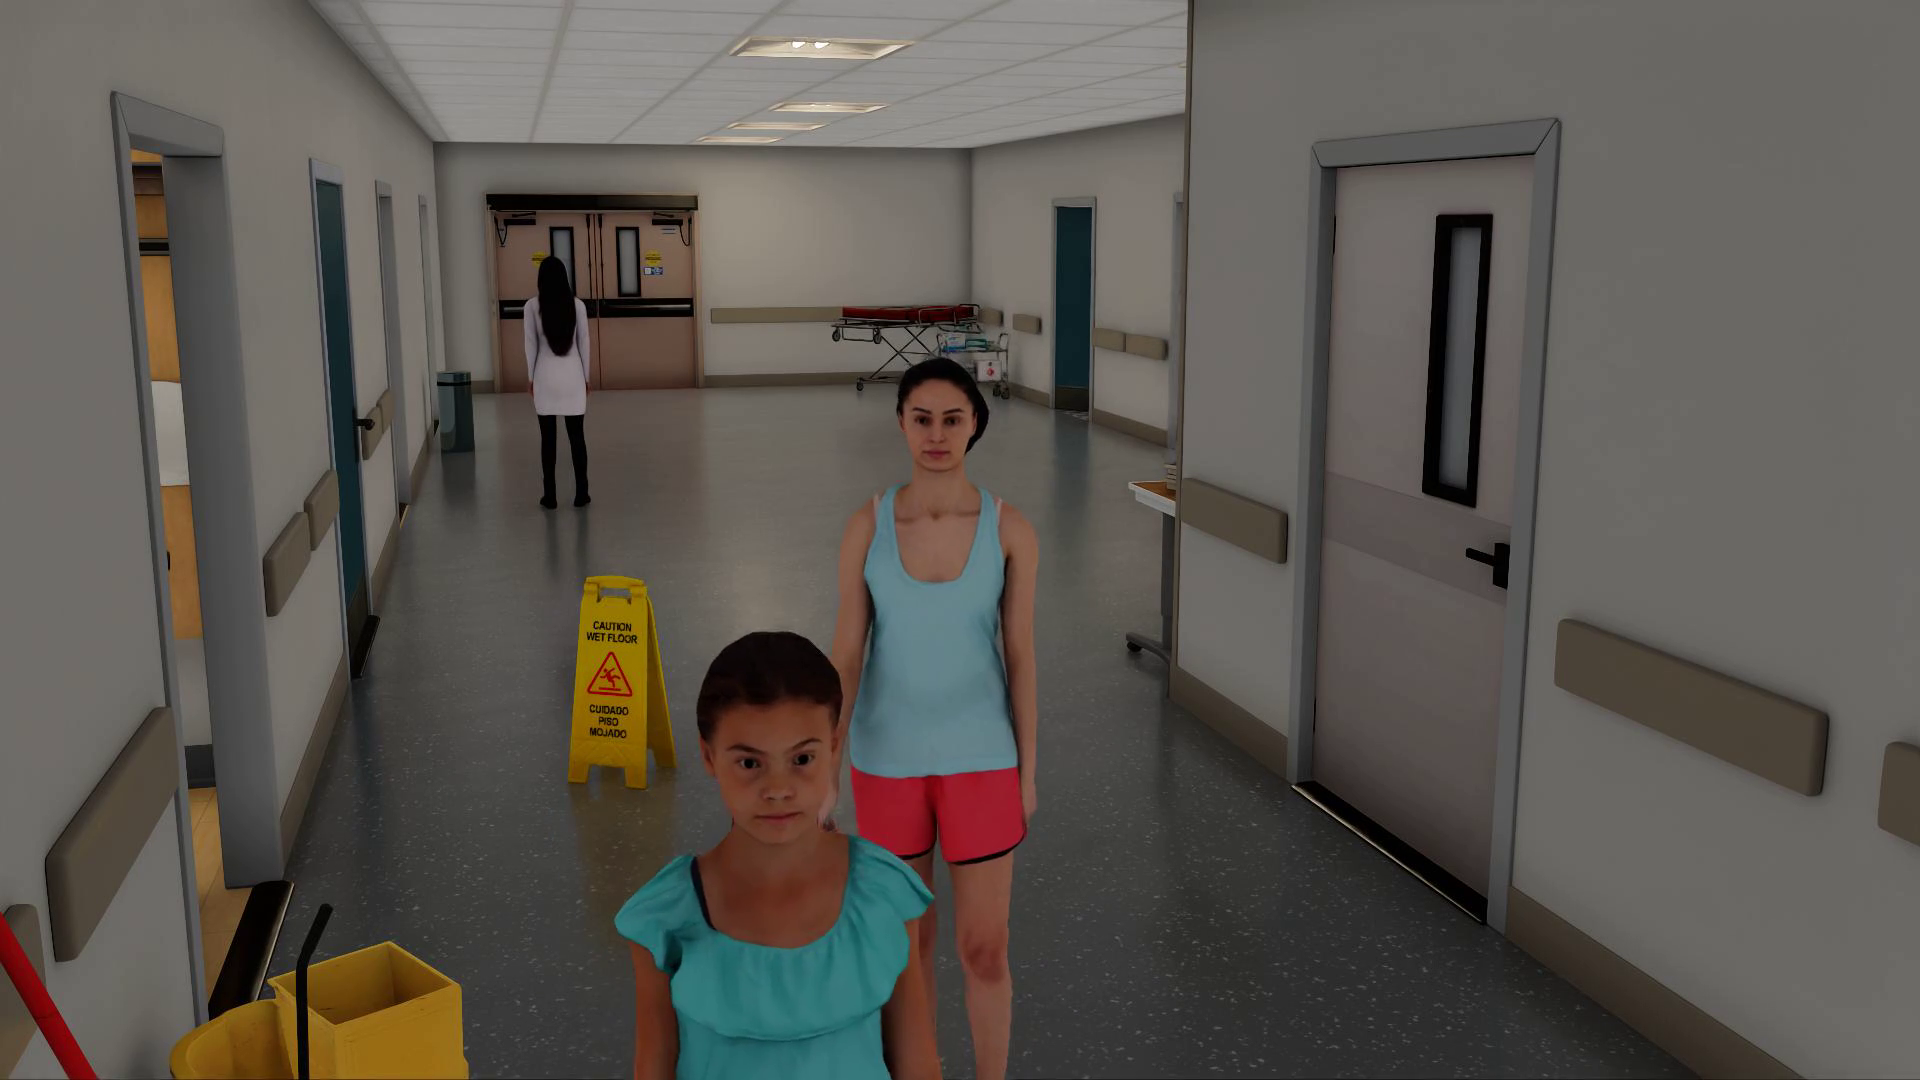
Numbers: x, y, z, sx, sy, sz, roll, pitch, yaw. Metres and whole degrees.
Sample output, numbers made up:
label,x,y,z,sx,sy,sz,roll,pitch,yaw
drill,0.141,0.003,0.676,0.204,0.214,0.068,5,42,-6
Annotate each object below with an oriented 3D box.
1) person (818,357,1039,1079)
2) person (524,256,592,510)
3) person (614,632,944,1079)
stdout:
label,x,y,z,sx,sy,sz,roll,pitch,yaw
person,-0.059,0.486,3.591,0.713,1.758,0.763,1,11,7
person,-2.912,-1.139,12.027,0.598,1.807,0.493,-3,11,-15
person,-0.233,0.873,2.200,0.549,1.517,1.006,-3,11,-15
